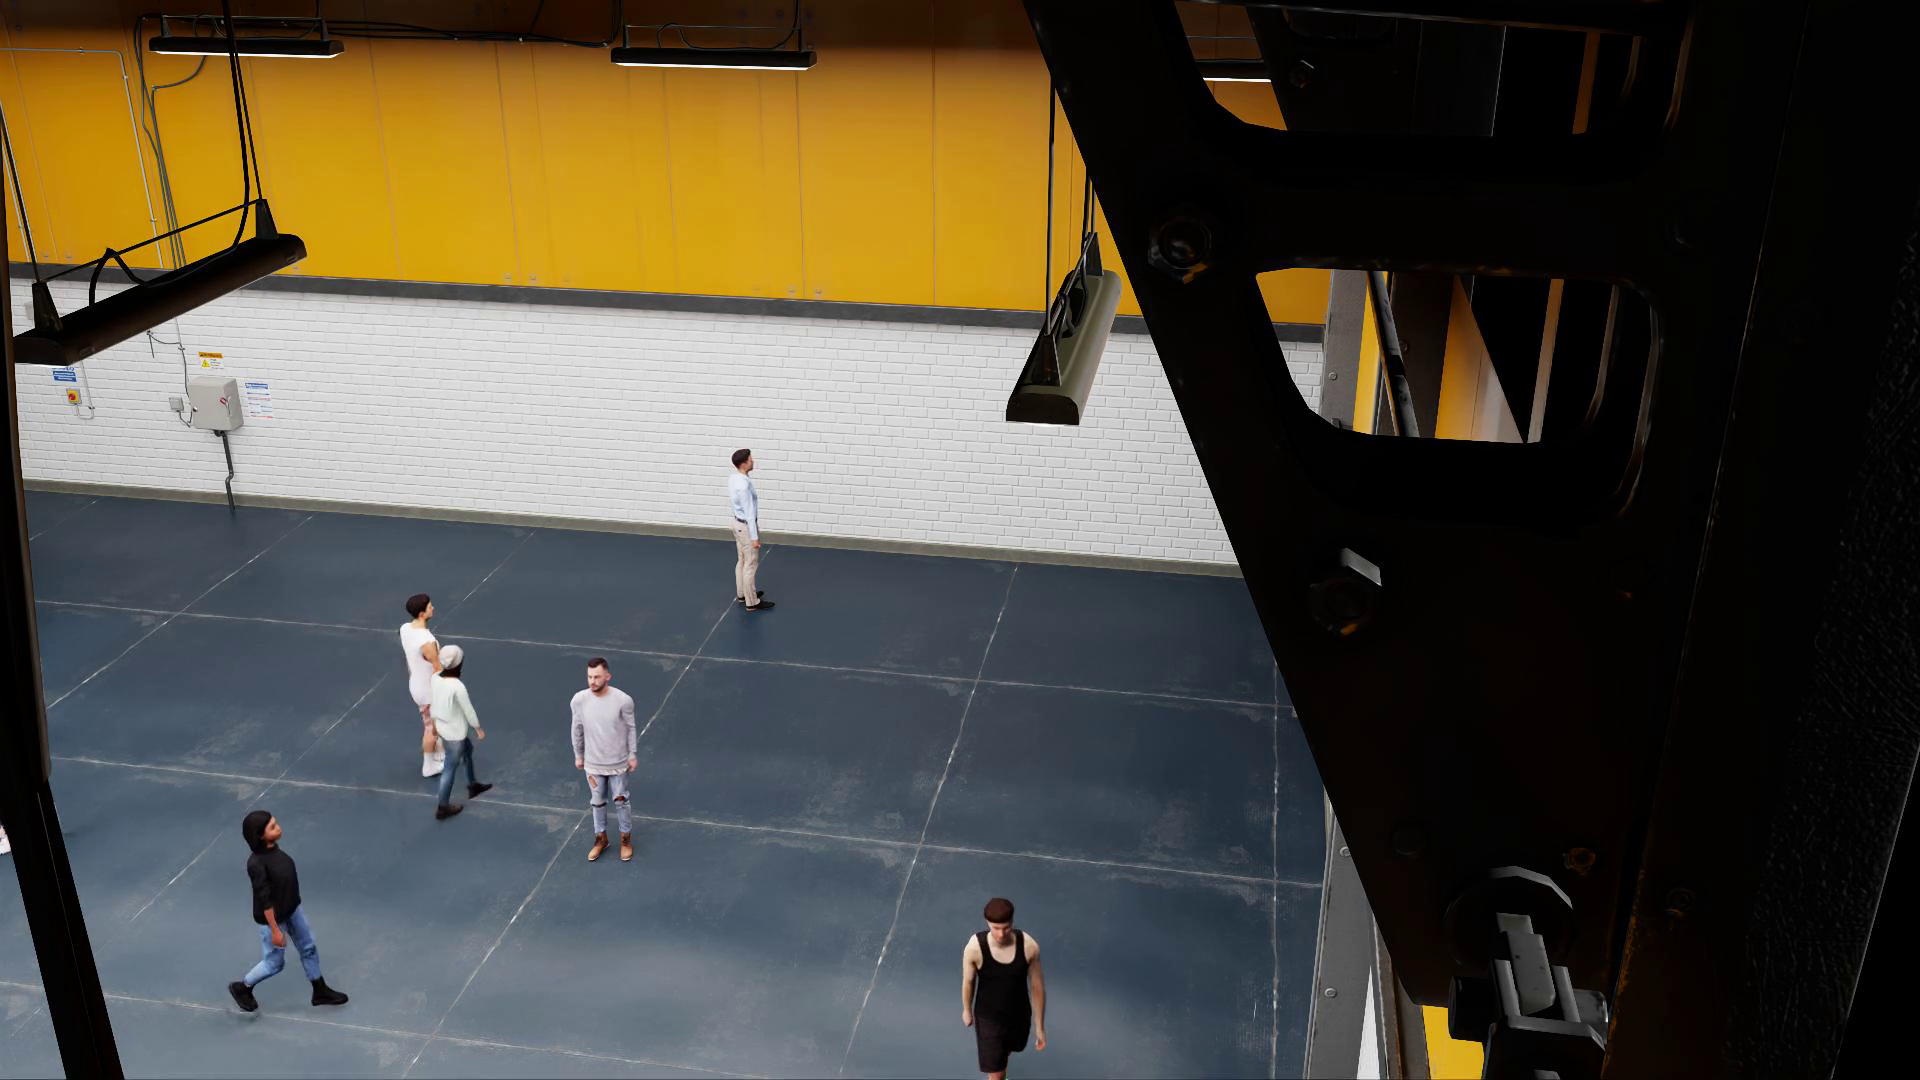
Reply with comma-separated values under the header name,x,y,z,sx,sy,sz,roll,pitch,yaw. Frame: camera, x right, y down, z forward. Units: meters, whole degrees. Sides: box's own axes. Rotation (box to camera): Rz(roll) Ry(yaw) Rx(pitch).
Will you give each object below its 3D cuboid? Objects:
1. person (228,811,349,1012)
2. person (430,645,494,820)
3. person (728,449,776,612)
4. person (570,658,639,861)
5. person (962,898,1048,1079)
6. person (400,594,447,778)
name,x,y,z,sx,sy,sz,roll,pitch,yaw
person,-4.954,2.718,11.919,0.727,1.670,0.979,1,24,2
person,-4.442,1.687,14.339,0.838,1.622,0.959,18,29,35
person,-2.337,-0.130,18.215,0.818,1.847,0.735,-11,26,-24
person,-2.937,1.800,13.808,0.718,1.839,0.606,0,24,1
person,0.271,3.061,10.919,0.960,1.843,1.286,-4,24,-9
person,-4.854,1.343,14.939,0.847,1.772,0.788,-16,28,-32
